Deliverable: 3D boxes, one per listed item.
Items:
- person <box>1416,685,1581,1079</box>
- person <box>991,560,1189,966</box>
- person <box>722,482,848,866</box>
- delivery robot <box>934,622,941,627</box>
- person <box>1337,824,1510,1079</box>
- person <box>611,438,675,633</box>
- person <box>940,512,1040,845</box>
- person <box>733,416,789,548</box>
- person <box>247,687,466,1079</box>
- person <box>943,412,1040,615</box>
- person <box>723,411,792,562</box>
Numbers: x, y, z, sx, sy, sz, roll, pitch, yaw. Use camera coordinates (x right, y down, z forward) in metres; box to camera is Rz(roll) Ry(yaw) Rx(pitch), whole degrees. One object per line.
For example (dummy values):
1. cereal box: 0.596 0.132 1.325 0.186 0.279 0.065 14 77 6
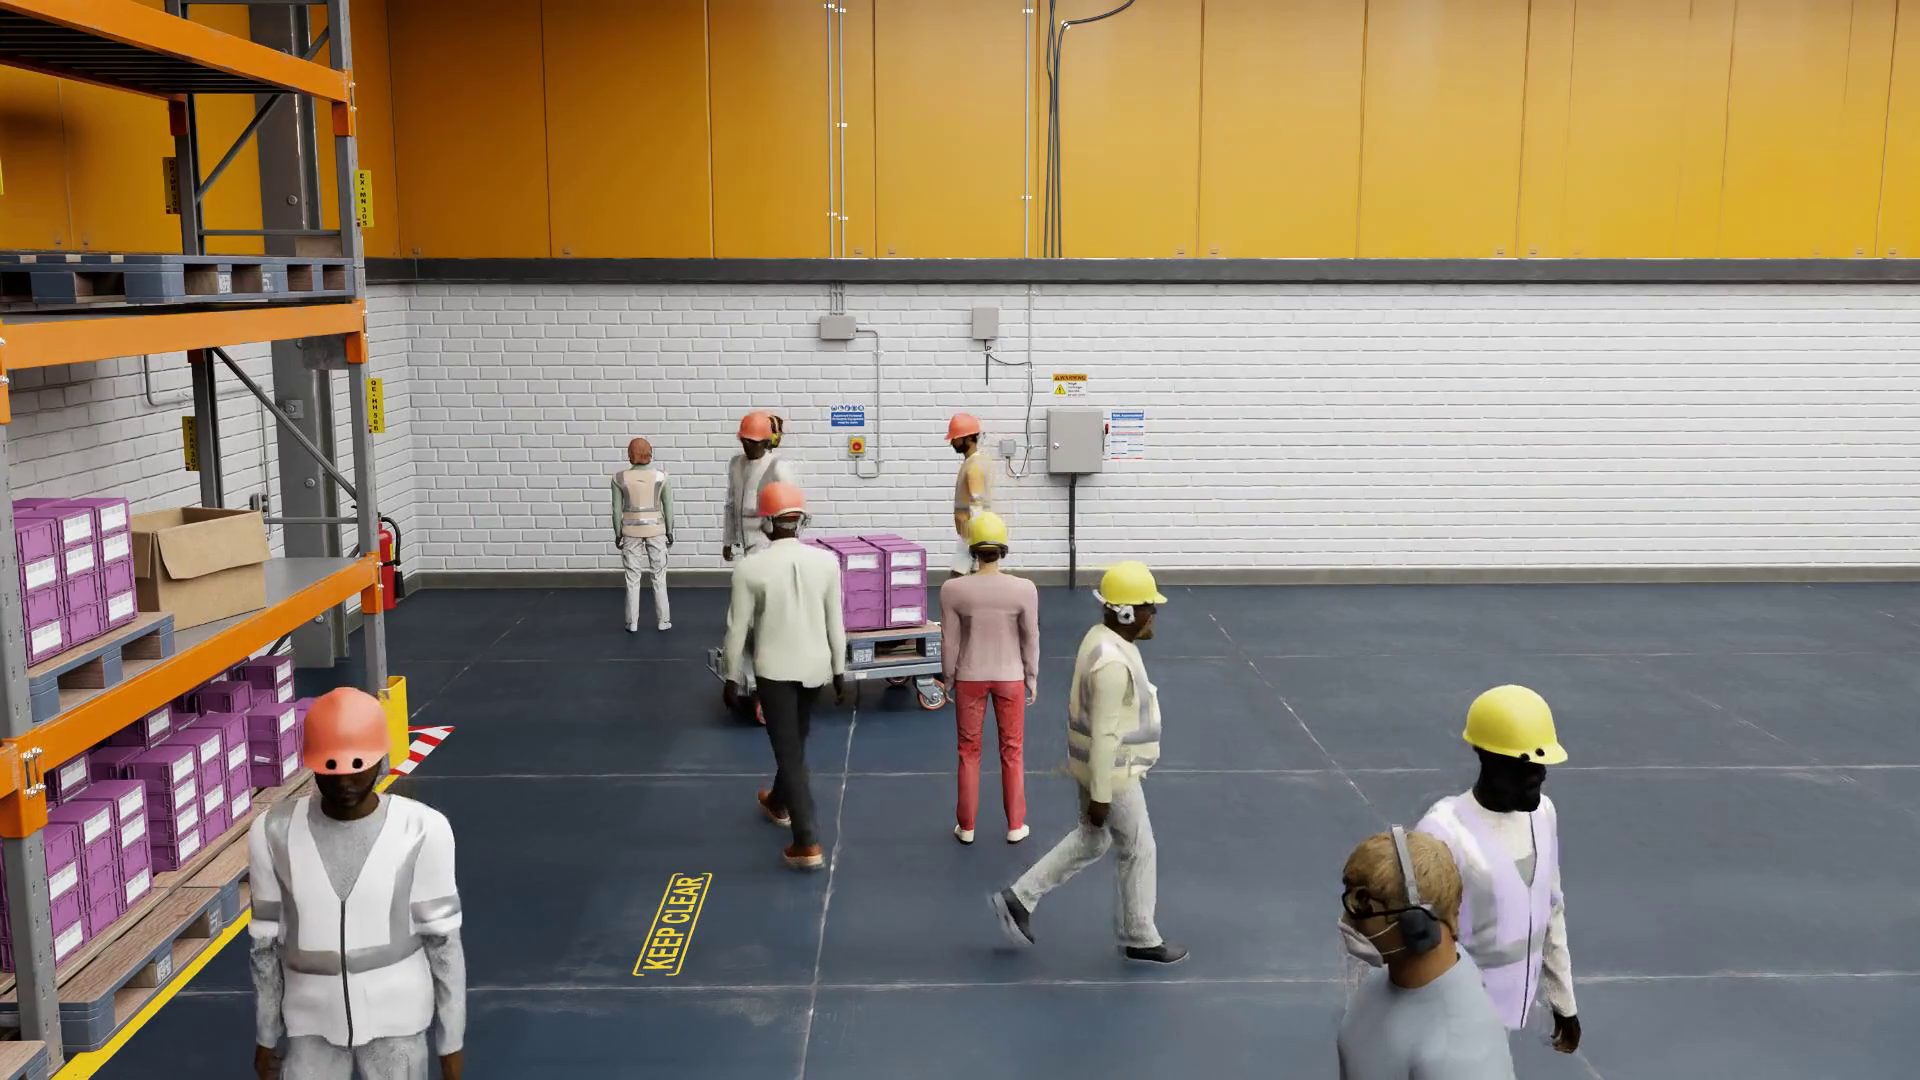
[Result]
1. person: 1.525 1.322 4.830 0.604 1.877 0.987 -8 12 -40
2. person: 0.572 0.969 7.208 0.806 1.805 0.598 0 9 -1
3. person: -0.916 0.668 8.688 0.636 1.937 1.057 -6 11 -31
4. delivery robot: 0.117 0.717 12.285 0.707 0.478 0.477 -3 10 -16
5. person: 0.918 1.520 3.439 0.372 1.934 0.627 1 9 4
6. person: -2.635 -0.034 13.866 0.513 1.638 0.307 -2 9 -9
7. person: 0.155 0.734 8.757 0.525 1.772 0.305 0 9 1
8. person: -1.606 -0.142 14.006 0.528 1.805 0.984 5 10 28
9. person: -1.658 1.336 4.588 0.586 1.920 0.419 -2 9 -12
10. person: 0.215 -0.076 13.323 0.802 1.902 0.589 1 9 4
11. person: -1.486 -0.027 12.804 1.060 1.985 0.621 -9 13 -44
